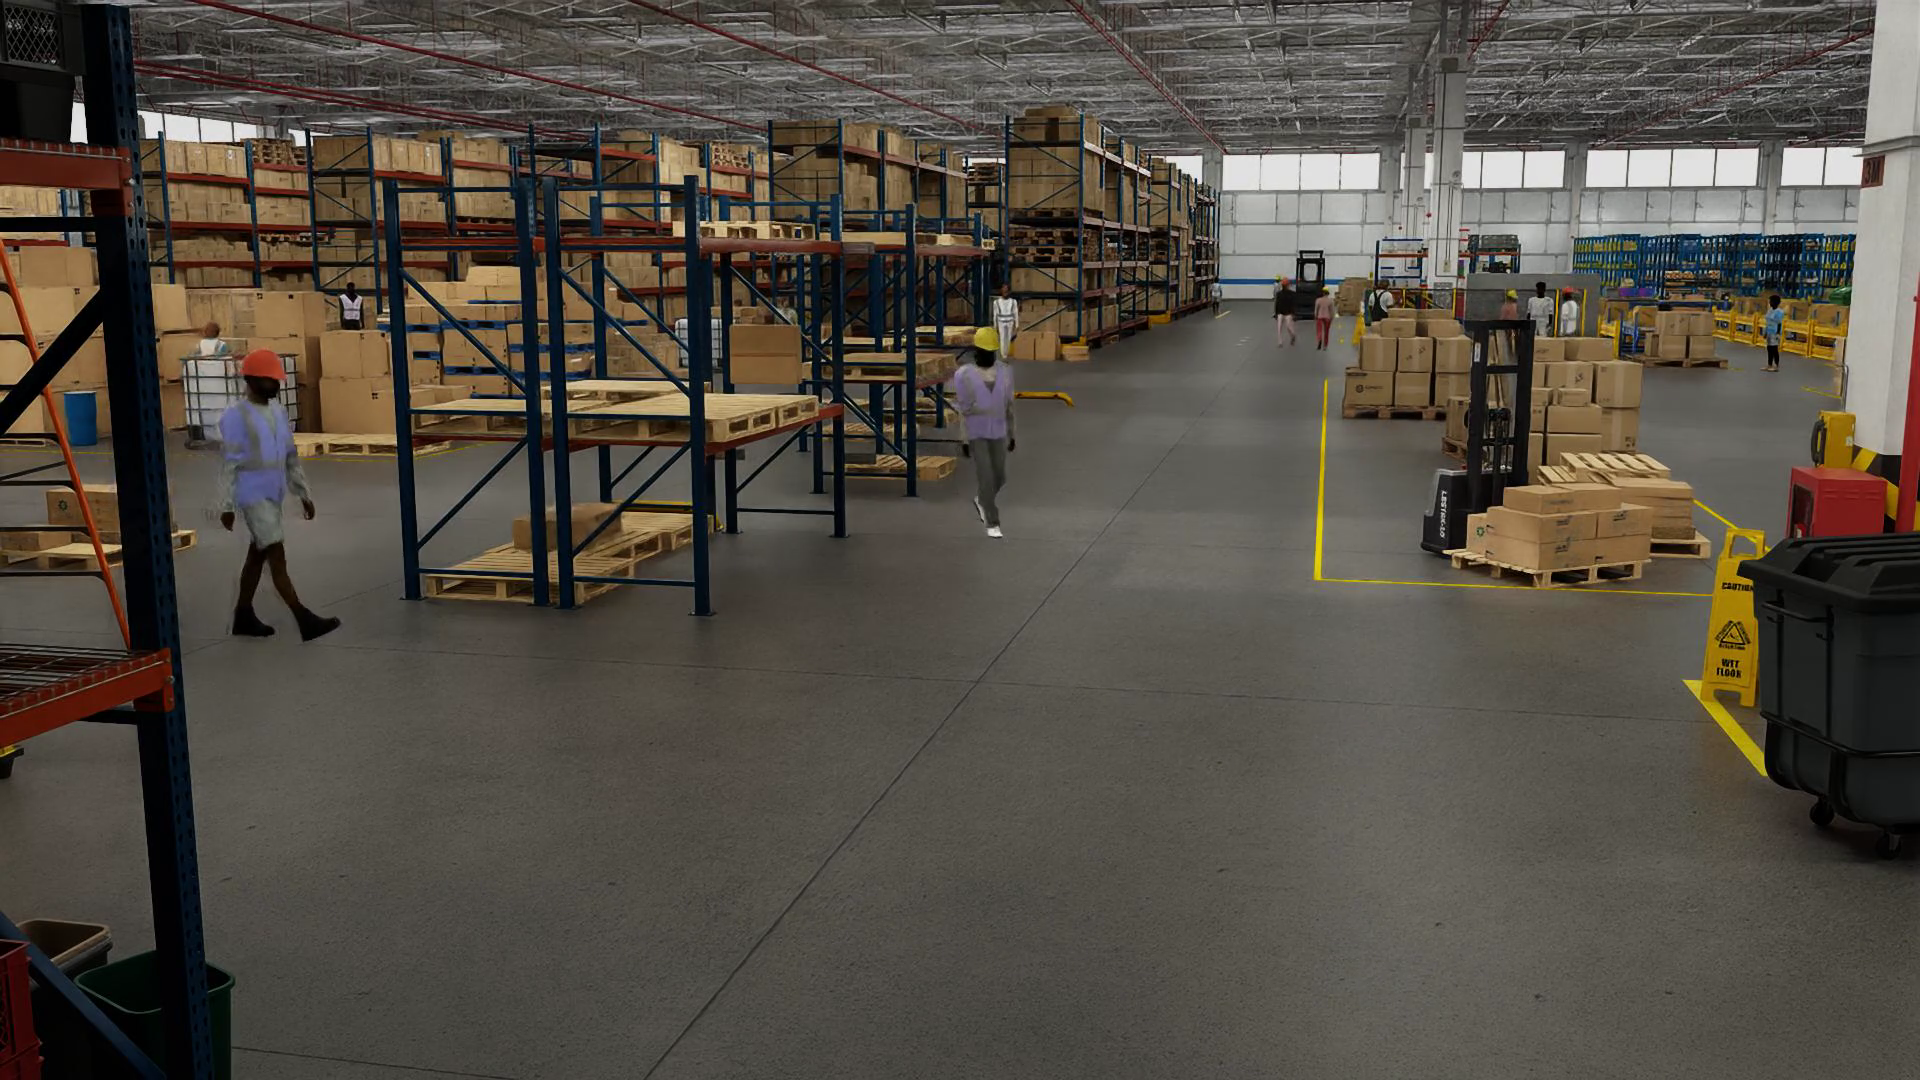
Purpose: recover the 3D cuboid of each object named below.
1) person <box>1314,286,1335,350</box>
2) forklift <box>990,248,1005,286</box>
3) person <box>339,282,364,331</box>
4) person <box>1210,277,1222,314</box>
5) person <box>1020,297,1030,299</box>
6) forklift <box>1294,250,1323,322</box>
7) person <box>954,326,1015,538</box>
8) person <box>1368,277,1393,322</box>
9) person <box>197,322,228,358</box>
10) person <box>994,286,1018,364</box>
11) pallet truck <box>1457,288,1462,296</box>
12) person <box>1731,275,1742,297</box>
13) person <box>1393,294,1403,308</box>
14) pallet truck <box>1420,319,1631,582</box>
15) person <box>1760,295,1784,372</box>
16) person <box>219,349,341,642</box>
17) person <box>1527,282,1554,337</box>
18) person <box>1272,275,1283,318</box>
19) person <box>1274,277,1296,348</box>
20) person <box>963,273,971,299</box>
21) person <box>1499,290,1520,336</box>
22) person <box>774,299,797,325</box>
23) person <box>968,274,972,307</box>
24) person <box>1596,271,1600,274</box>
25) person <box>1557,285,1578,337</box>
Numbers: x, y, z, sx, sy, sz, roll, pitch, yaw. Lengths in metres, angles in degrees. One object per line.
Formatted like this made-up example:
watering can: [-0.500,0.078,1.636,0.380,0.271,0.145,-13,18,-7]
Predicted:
person: [9.958,-6.066,45.435,0.543,1.751,0.536,2,10,10]
forklift: [1.420,-7.802,52.404,1.129,2.768,1.873,2,10,12]
person: [-15.095,-5.439,41.294,0.594,1.911,0.385,-8,12,-38]
person: [11.540,-11.045,75.119,0.554,1.682,0.368,1,10,6]
person: [2.502,-9.191,64.307,0.500,1.637,0.954,9,13,43]
forklift: [13.778,-10.002,65.433,1.129,2.768,1.873,2,10,12]
person: [0.210,-0.969,14.871,0.601,1.891,0.606,-4,10,-23]
person: [10.452,-5.467,41.064,0.538,2.000,0.681,-7,12,-37]
person: [-10.463,-2.256,23.366,0.531,1.585,0.907,2,10,14]
person: [1.086,-5.121,39.587,0.586,1.855,0.887,-1,10,-7]
pallet truck: [20.506,-9.785,68.819,0.653,1.274,1.630,2,10,12]
person: [35.655,-11.294,76.351,0.856,1.770,0.594,7,12,35]
person: [10.913,-5.389,41.869,0.718,1.609,0.511,9,13,44]
pallet truck: [4.543,-0.757,13.299,0.823,1.965,1.885,-4,10,-22]
person: [17.956,-4.555,36.711,0.320,1.693,0.537,0,10,-1]
person: [-4.397,-0.277,10.745,0.957,1.892,0.562,2,10,14]
person: [13.218,-4.908,37.974,0.603,1.966,0.368,8,12,39]
person: [13.439,-10.277,70.206,0.404,1.826,0.592,-7,12,-34]
person: [9.154,-6.388,46.705,0.623,1.974,0.682,7,12,36]
person: [0.369,-12.325,81.963,0.439,1.946,0.736,-2,10,-14]
person: [13.077,-5.042,39.446,0.524,1.742,0.610,-9,13,-44]
person: [-3.947,-4.685,37.772,0.531,1.583,0.891,-1,10,-8]
person: [0.590,-11.354,76.538,0.590,1.833,0.404,-2,10,-13]
person: [33.868,-13.346,88.290,0.374,1.843,0.575,-1,10,-8]
person: [13.351,-4.617,36.423,0.548,1.904,0.870,-9,13,-43]
